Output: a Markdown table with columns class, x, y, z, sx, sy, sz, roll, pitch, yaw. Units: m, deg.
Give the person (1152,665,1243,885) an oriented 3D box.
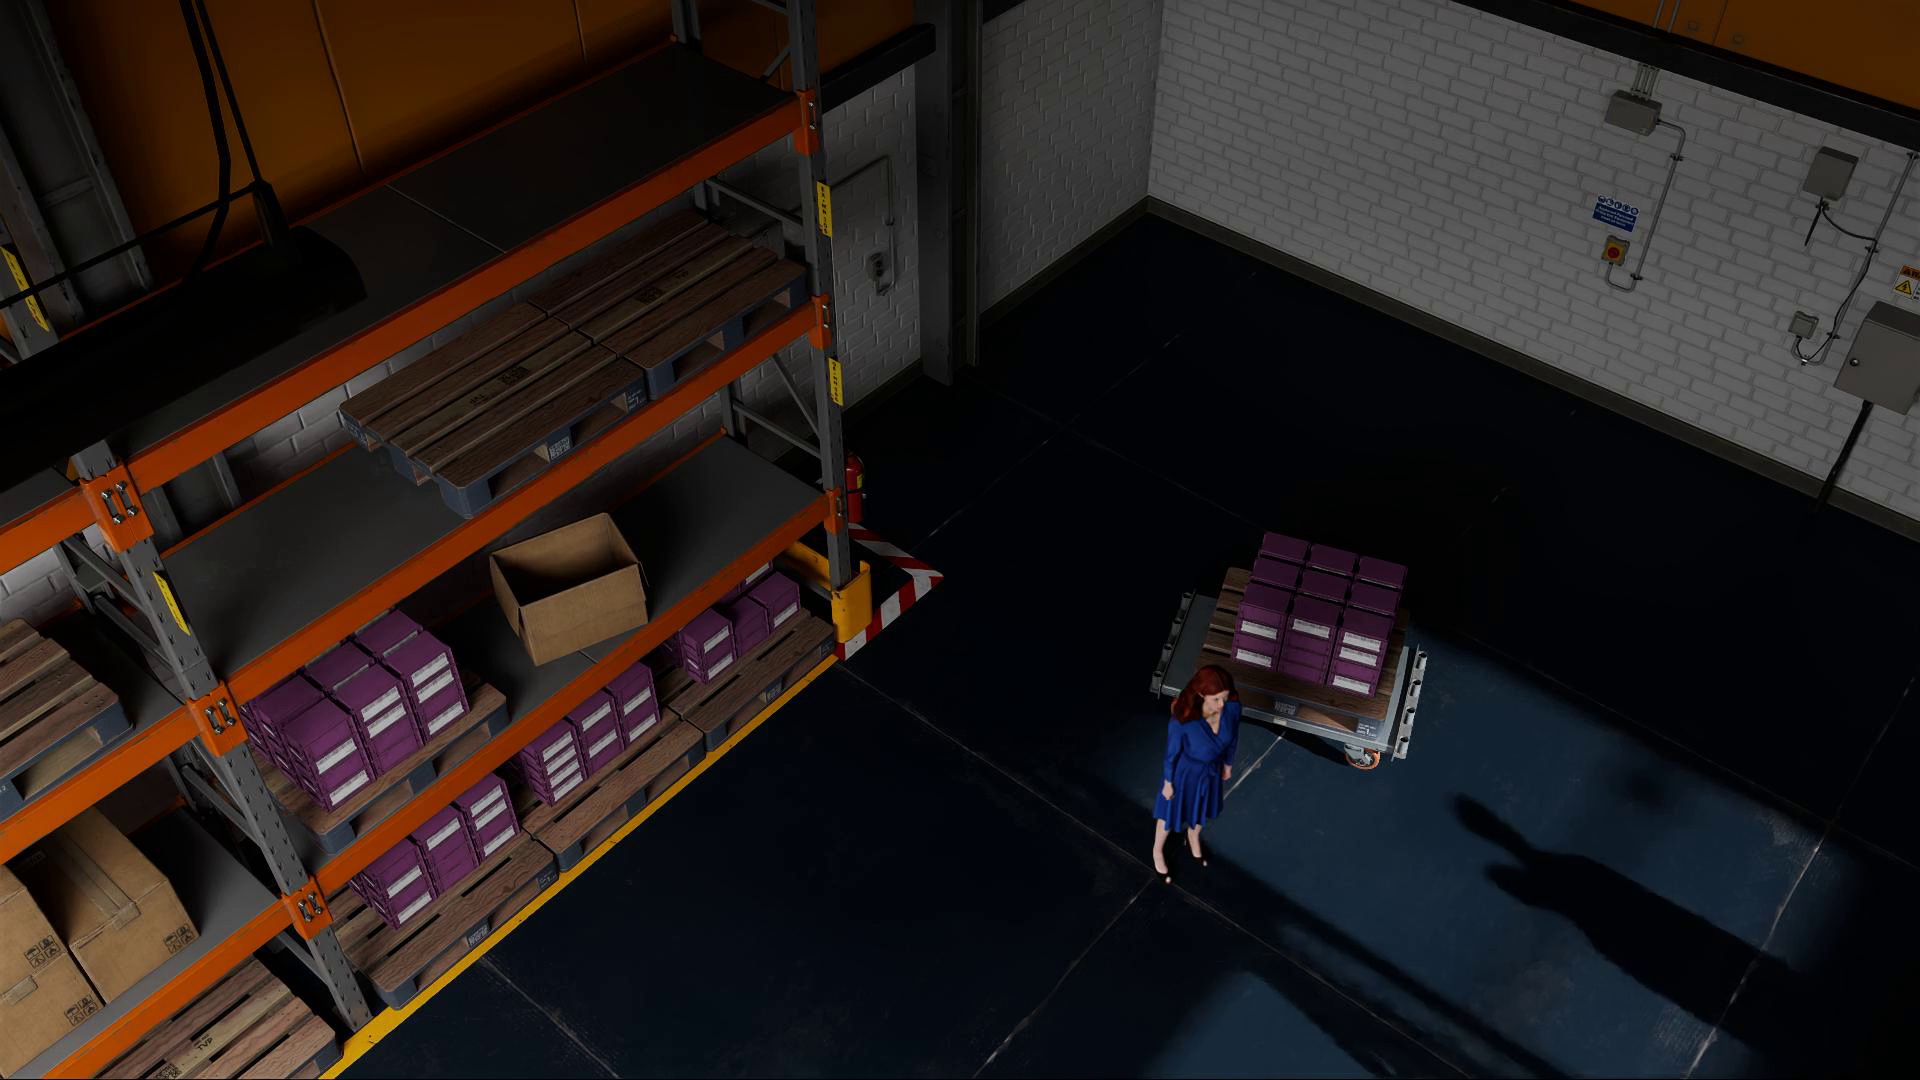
| class | x | y | z | sx | sy | sz | roll | pitch | yaw |
| --- | --- | --- | --- | --- | --- | --- | --- | --- | --- |
| person | 1.339 | 1.321 | 9.481 | 0.665 | 1.824 | 0.764 | -16 | 46 | -16 |
